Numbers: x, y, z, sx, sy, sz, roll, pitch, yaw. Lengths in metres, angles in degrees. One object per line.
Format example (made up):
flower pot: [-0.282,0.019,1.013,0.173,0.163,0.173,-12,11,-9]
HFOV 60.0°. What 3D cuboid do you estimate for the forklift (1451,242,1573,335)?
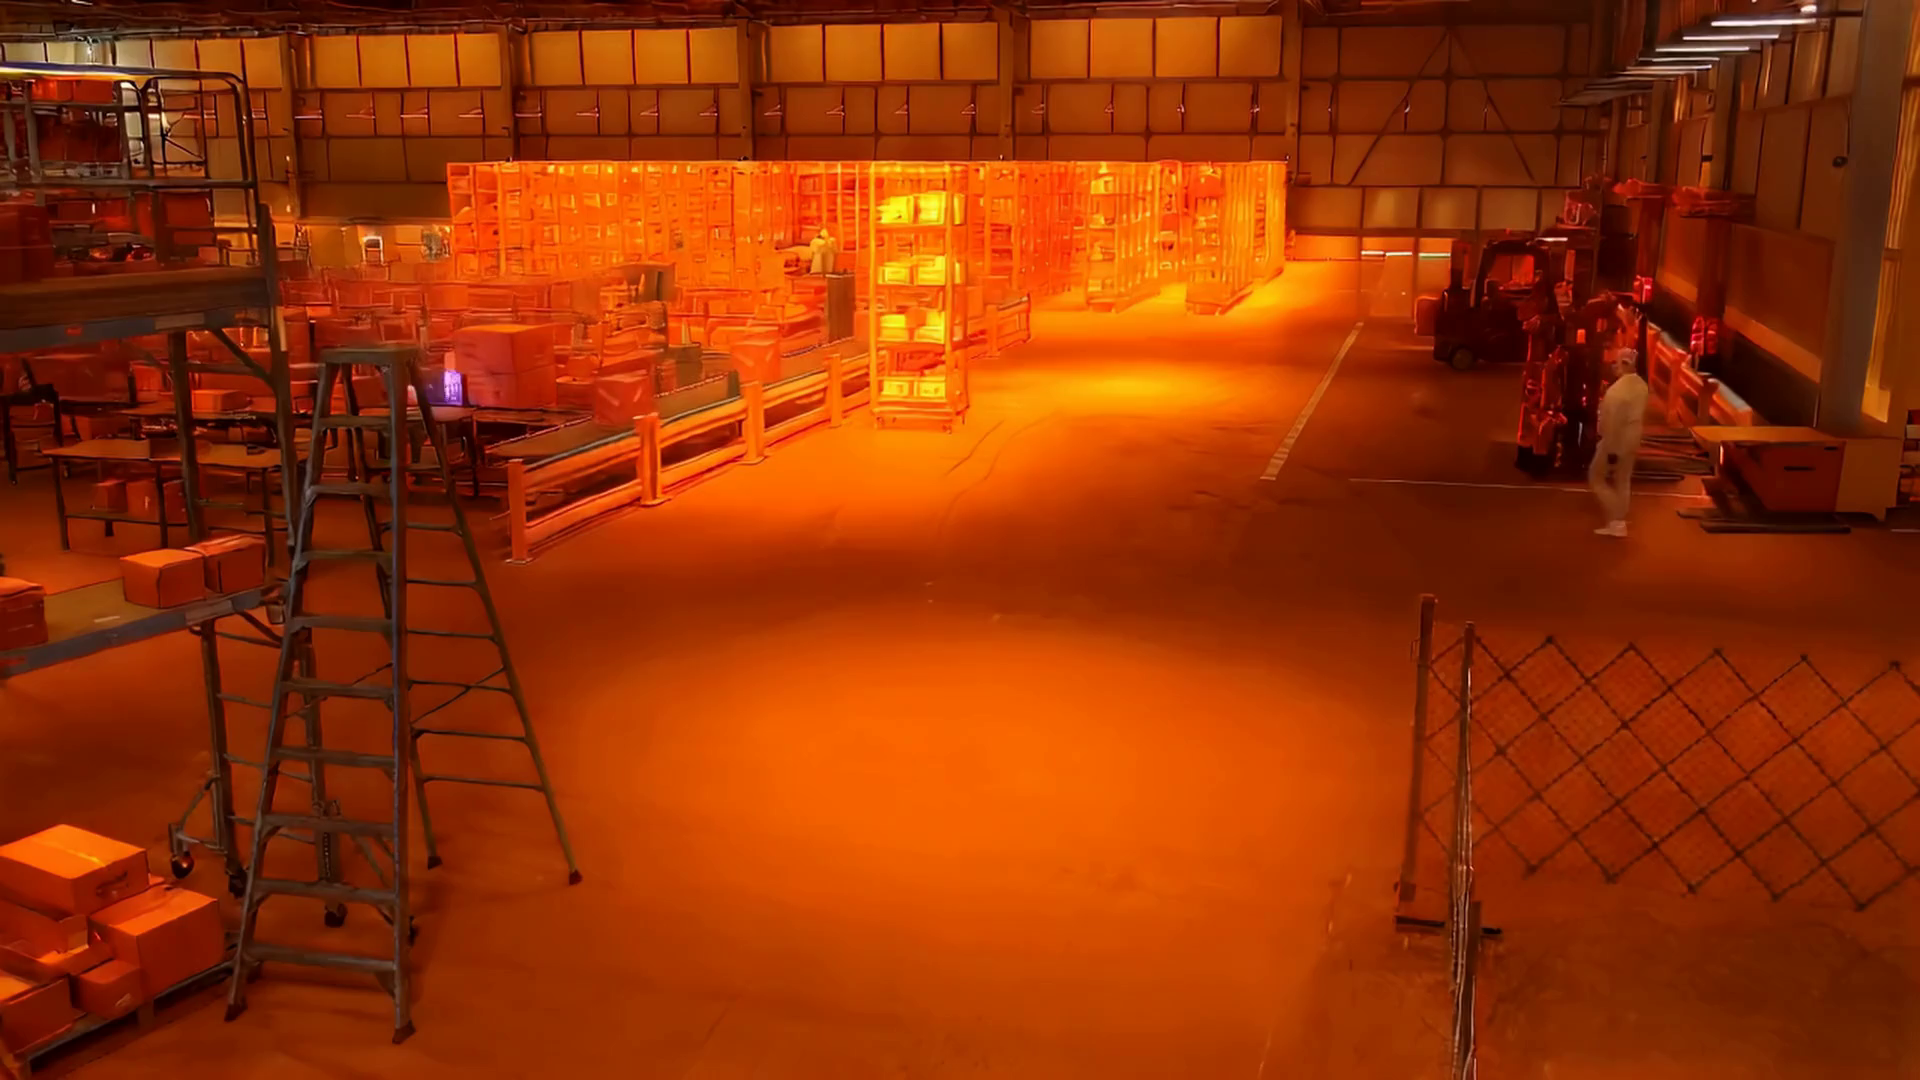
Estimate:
forklift: [10.464,-4.597,31.405,2.680,1.987,1.157,4,14,16]

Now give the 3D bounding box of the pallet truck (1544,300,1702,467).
pallet truck: [8.263,-1.952,20.631,1.885,1.965,0.823,5,14,20]

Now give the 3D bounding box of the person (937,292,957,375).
person: [-0.245,-3.528,27.354,0.402,2.036,0.609,0,13,0]

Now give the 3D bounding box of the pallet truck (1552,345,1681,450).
pallet truck: [8.641,-1.896,21.908,1.630,1.274,0.653,4,14,16]

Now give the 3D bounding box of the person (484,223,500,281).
person: [-13.655,-8.351,48.504,0.623,1.900,0.984,8,15,30]

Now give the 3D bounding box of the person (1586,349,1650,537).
person: [6.544,-0.958,16.565,0.656,1.889,0.443,-10,17,-38]

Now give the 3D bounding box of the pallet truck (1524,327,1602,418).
pallet truck: [9.065,-2.460,24.370,1.522,1.261,0.704,3,13,14]

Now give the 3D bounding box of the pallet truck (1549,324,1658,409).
pallet truck: [9.824,-2.669,25.407,1.601,1.201,0.680,4,14,16]

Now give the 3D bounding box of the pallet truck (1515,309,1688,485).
pallet truck: [7.554,-1.677,19.446,1.885,1.965,0.823,3,13,14]

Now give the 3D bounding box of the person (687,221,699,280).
person: [-8.130,-8.855,50.829,0.403,1.825,0.598,-4,14,-19]

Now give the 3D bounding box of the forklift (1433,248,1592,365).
forklift: [9.780,-4.111,29.280,2.680,1.987,1.157,3,13,14]
